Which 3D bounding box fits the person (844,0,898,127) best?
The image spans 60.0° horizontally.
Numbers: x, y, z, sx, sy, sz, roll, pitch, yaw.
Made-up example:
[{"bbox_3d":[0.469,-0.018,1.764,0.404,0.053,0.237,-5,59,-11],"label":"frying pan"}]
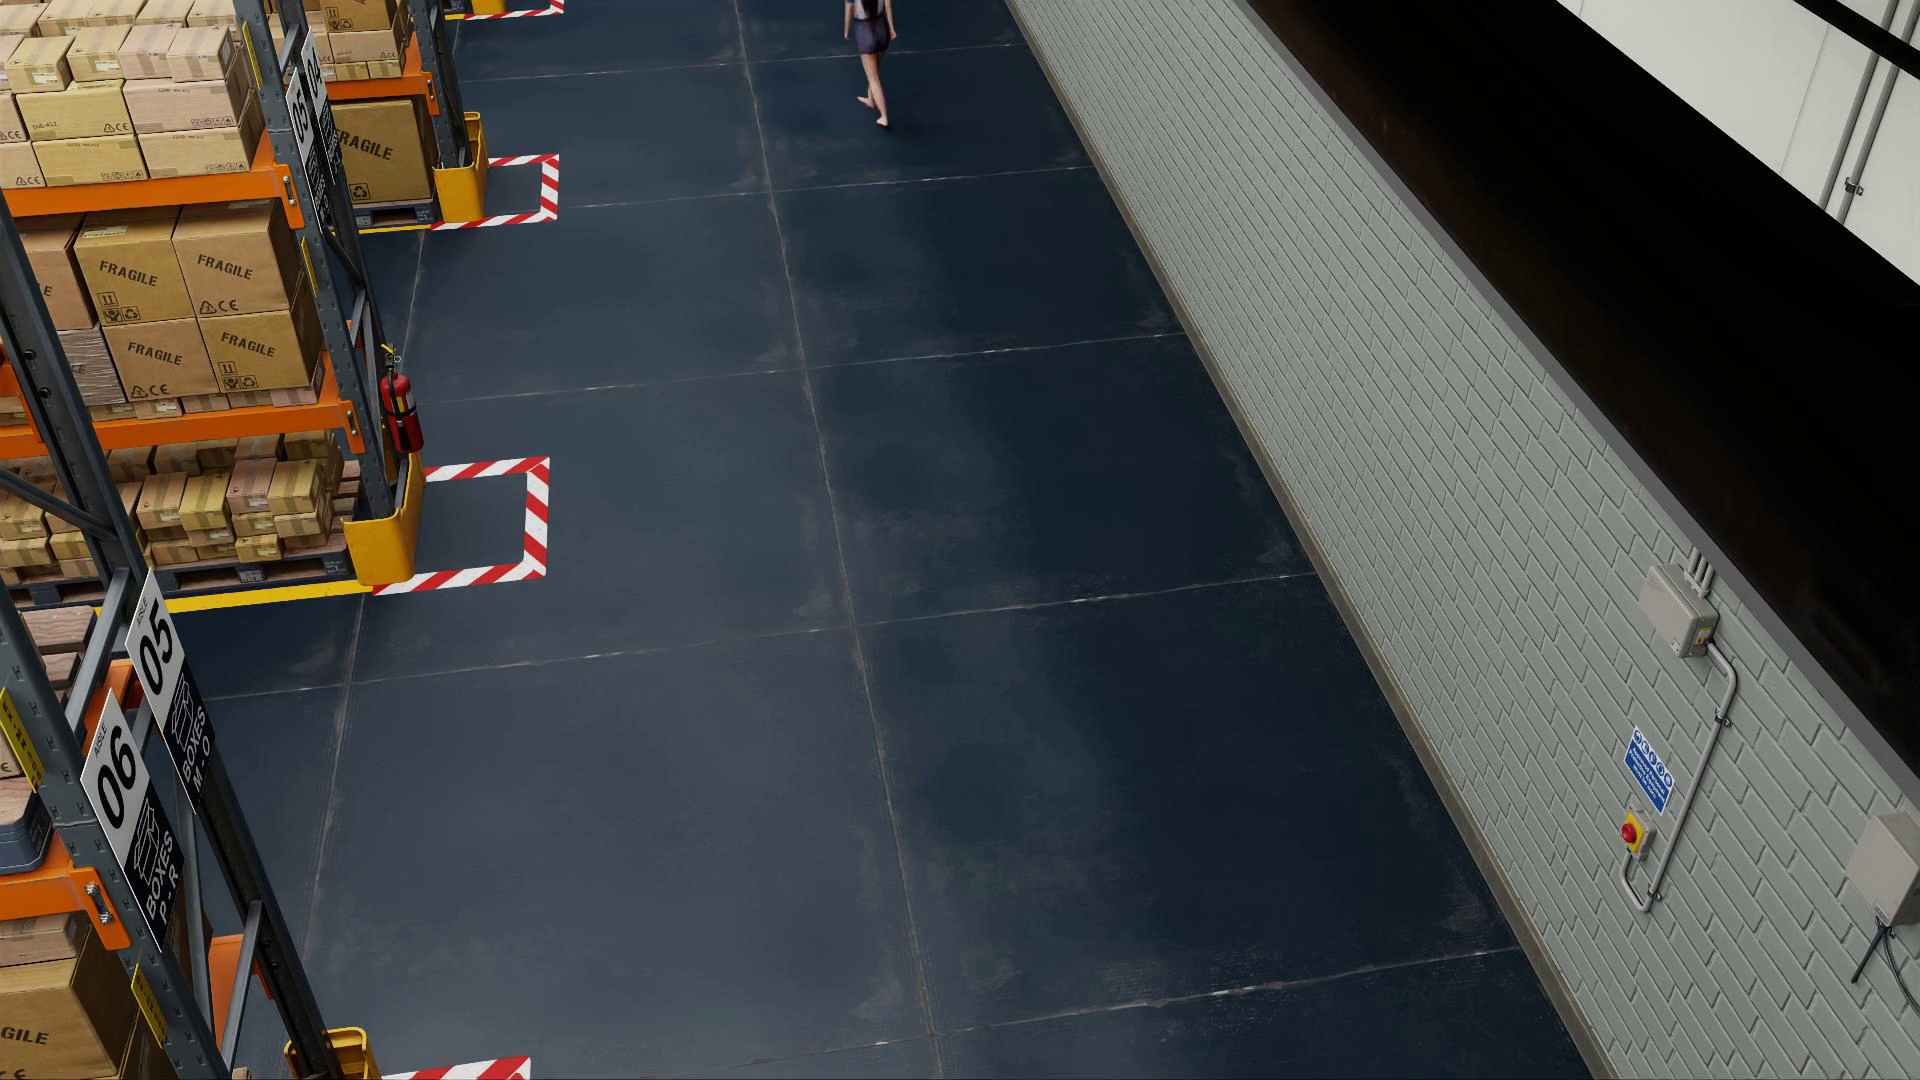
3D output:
[{"bbox_3d":[-0.768,-4.663,15.524,0.924,1.615,0.875,-19,42,-22],"label":"person"}]
